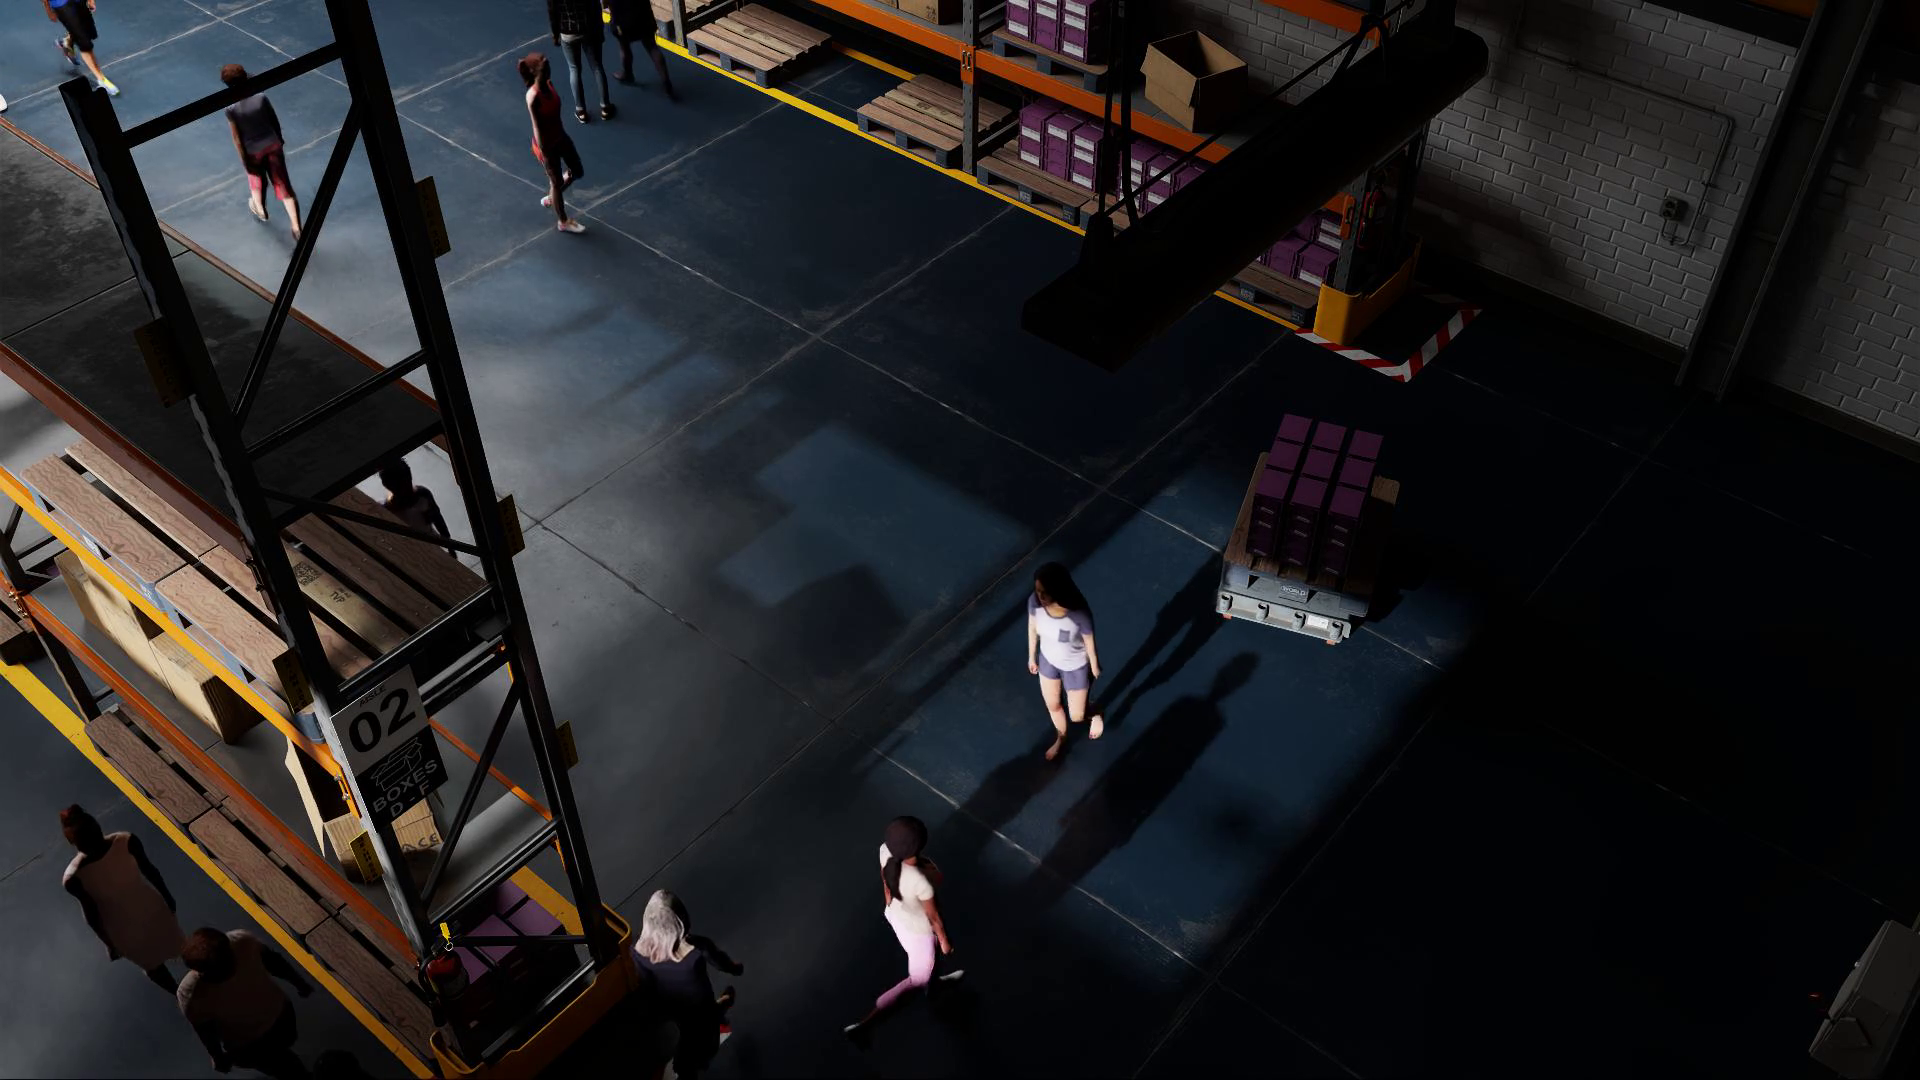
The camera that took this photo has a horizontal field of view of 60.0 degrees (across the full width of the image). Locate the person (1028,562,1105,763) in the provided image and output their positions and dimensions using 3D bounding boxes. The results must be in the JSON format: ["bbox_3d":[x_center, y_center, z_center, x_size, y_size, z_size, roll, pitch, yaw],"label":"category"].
[{"bbox_3d":[0.696,0.692,10.288,0.702,1.681,0.709,22,48,22],"label":"person"}]

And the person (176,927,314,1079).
[{"bbox_3d":[-3.617,2.393,8.384,1.205,1.846,0.958,13,45,13],"label":"person"}]

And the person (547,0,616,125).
[{"bbox_3d":[-3.687,-4.911,16.069,0.748,1.820,0.787,-7,44,-7],"label":"person"}]

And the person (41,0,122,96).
[{"bbox_3d":[-8.929,-5.362,16.530,1.177,1.838,0.735,23,48,23],"label":"person"}]

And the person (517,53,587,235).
[{"bbox_3d":[-3.659,-3.496,14.637,0.785,1.747,0.710,11,45,11],"label":"person"}]

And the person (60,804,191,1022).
[{"bbox_3d":[-4.440,1.970,8.875,0.799,1.780,0.600,34,53,31],"label":"person"}]

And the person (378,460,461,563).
[{"bbox_3d":[-3.651,0.046,11.076,0.626,1.530,0.968,-35,53,-31],"label":"person"}]

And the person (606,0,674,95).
[{"bbox_3d":[-3.187,-5.163,16.479,0.660,1.618,1.043,-34,53,-30],"label":"person"}]

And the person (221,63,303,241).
[{"bbox_3d":[-6.063,-3.344,14.573,0.774,1.616,1.100,-26,49,-24],"label":"person"}]

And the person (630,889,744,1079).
[{"bbox_3d":[-1.409,2.448,8.437,1.201,1.692,1.038,9,44,10],"label":"person"}]

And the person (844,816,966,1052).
[{"bbox_3d":[-0.295,2.087,8.795,0.847,1.721,1.061,-25,49,-24],"label":"person"}]
